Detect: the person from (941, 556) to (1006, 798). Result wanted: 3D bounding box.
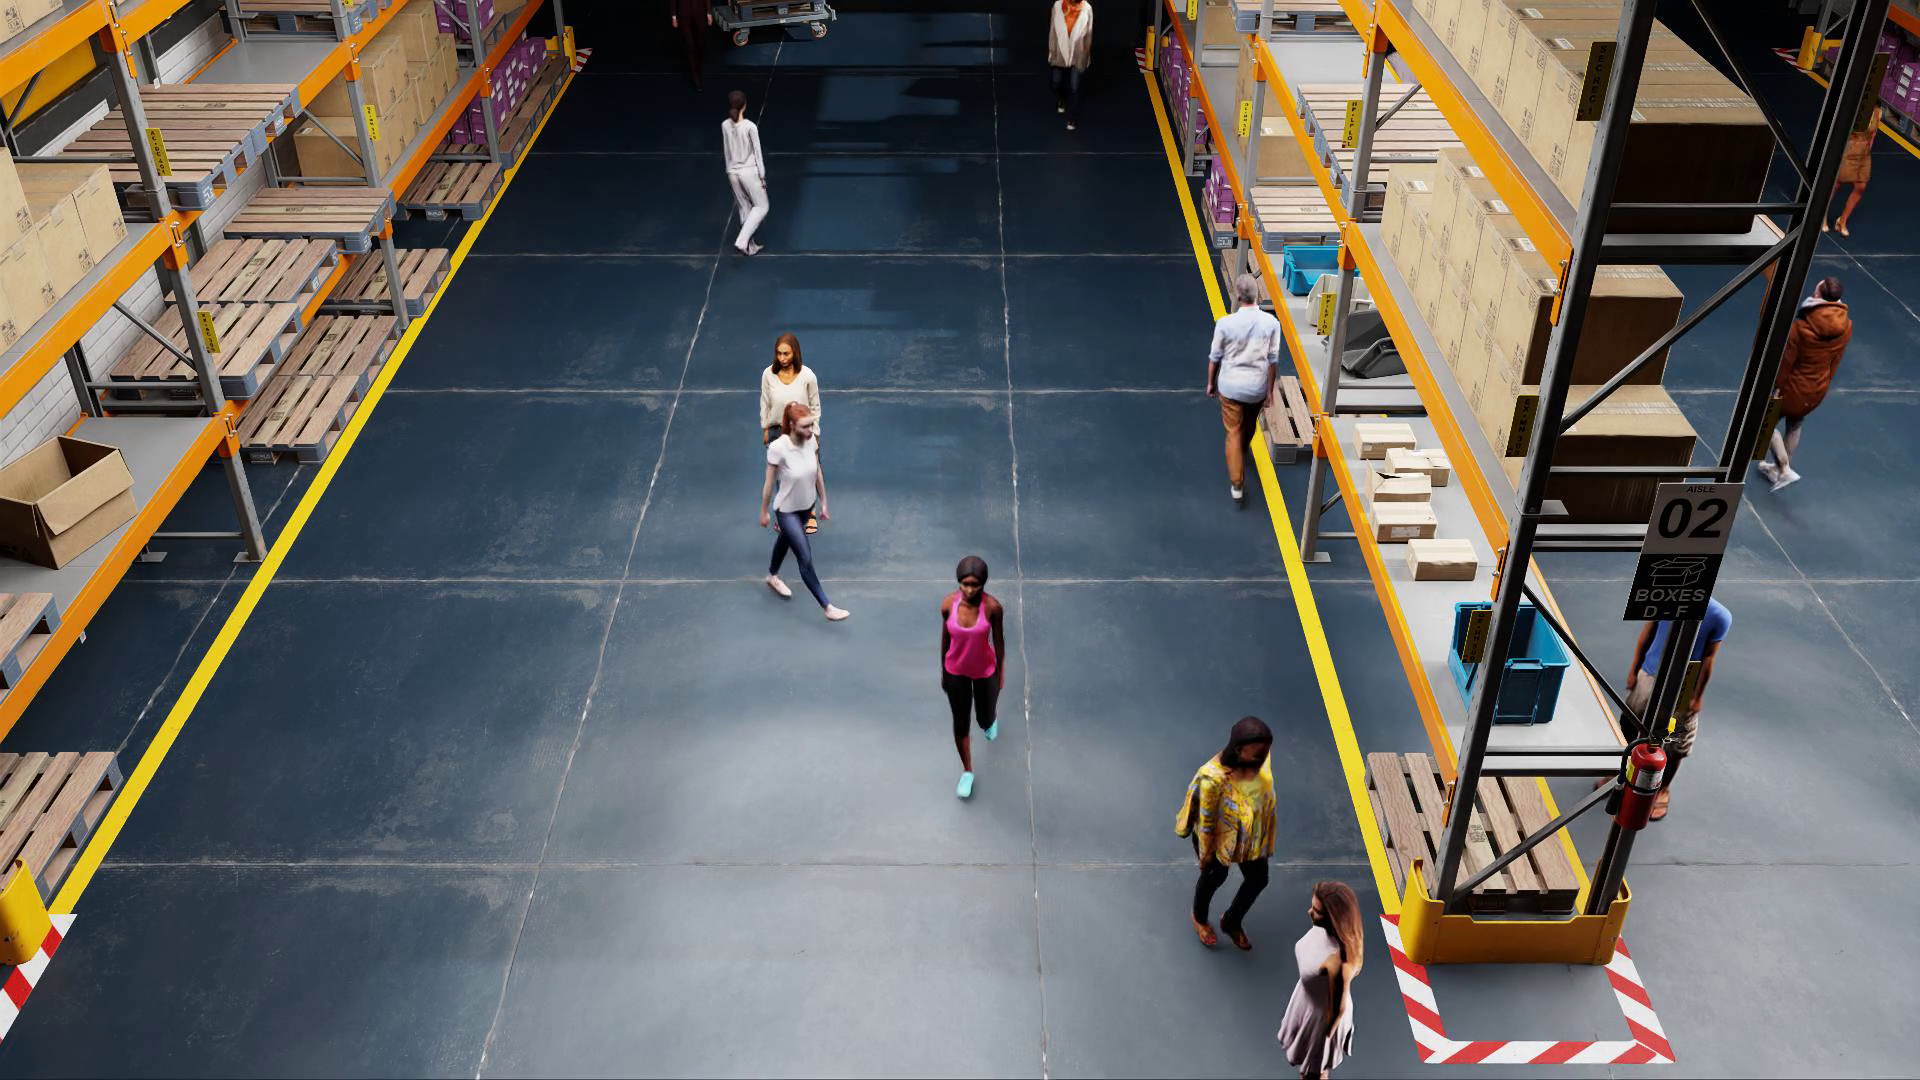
[{"bbox_3d":[0.083,0.775,10.336,0.653,1.710,0.925,6,34,9],"label":"person"}]

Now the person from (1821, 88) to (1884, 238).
[{"bbox_3d":[9.414,-4.072,17.662,0.609,1.672,0.656,-3,34,-5],"label":"person"}]

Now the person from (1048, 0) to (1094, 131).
[{"bbox_3d":[1.362,-6.038,20.436,0.783,1.875,0.966,6,34,8],"label":"person"}]

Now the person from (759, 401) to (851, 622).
[{"bbox_3d":[-1.253,-0.245,11.895,1.138,1.681,1.119,28,42,35],"label":"person"}]

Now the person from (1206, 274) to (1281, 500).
[{"bbox_3d":[2.253,-1.168,13.202,0.694,1.773,1.162,2,34,3],"label":"person"}]

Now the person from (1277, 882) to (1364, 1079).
[{"bbox_3d":[1.726,2.301,7.987,0.614,1.769,0.506,1,34,1],"label":"person"}]

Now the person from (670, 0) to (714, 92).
[{"bbox_3d":[-3.512,-6.889,21.746,0.920,1.843,1.247,-10,35,-14],"label":"person"}]

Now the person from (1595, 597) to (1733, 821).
[{"bbox_3d":[4.310,0.839,10.103,0.725,1.860,0.771,26,41,33],"label":"person"}]

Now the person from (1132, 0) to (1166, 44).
[{"bbox_3d":[2.803,-7.768,23.263,0.836,1.628,0.780,-22,40,-30],"label":"person"}]

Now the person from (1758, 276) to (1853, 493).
[{"bbox_3d":[6.703,-1.186,13.180,0.784,1.826,0.927,-5,34,-7],"label":"person"}]

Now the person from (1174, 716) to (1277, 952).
[{"bbox_3d":[1.437,1.586,9.186,0.885,1.632,0.934,-20,39,-27],"label":"person"}]

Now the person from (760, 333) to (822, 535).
[{"bbox_3d":[-1.281,-0.827,12.771,0.648,1.682,0.572,5,34,7],"label":"person"}]

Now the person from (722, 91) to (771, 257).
[{"bbox_3d":[-2.236,-3.694,17.011,0.782,1.764,0.886,15,37,22],"label":"person"}]
